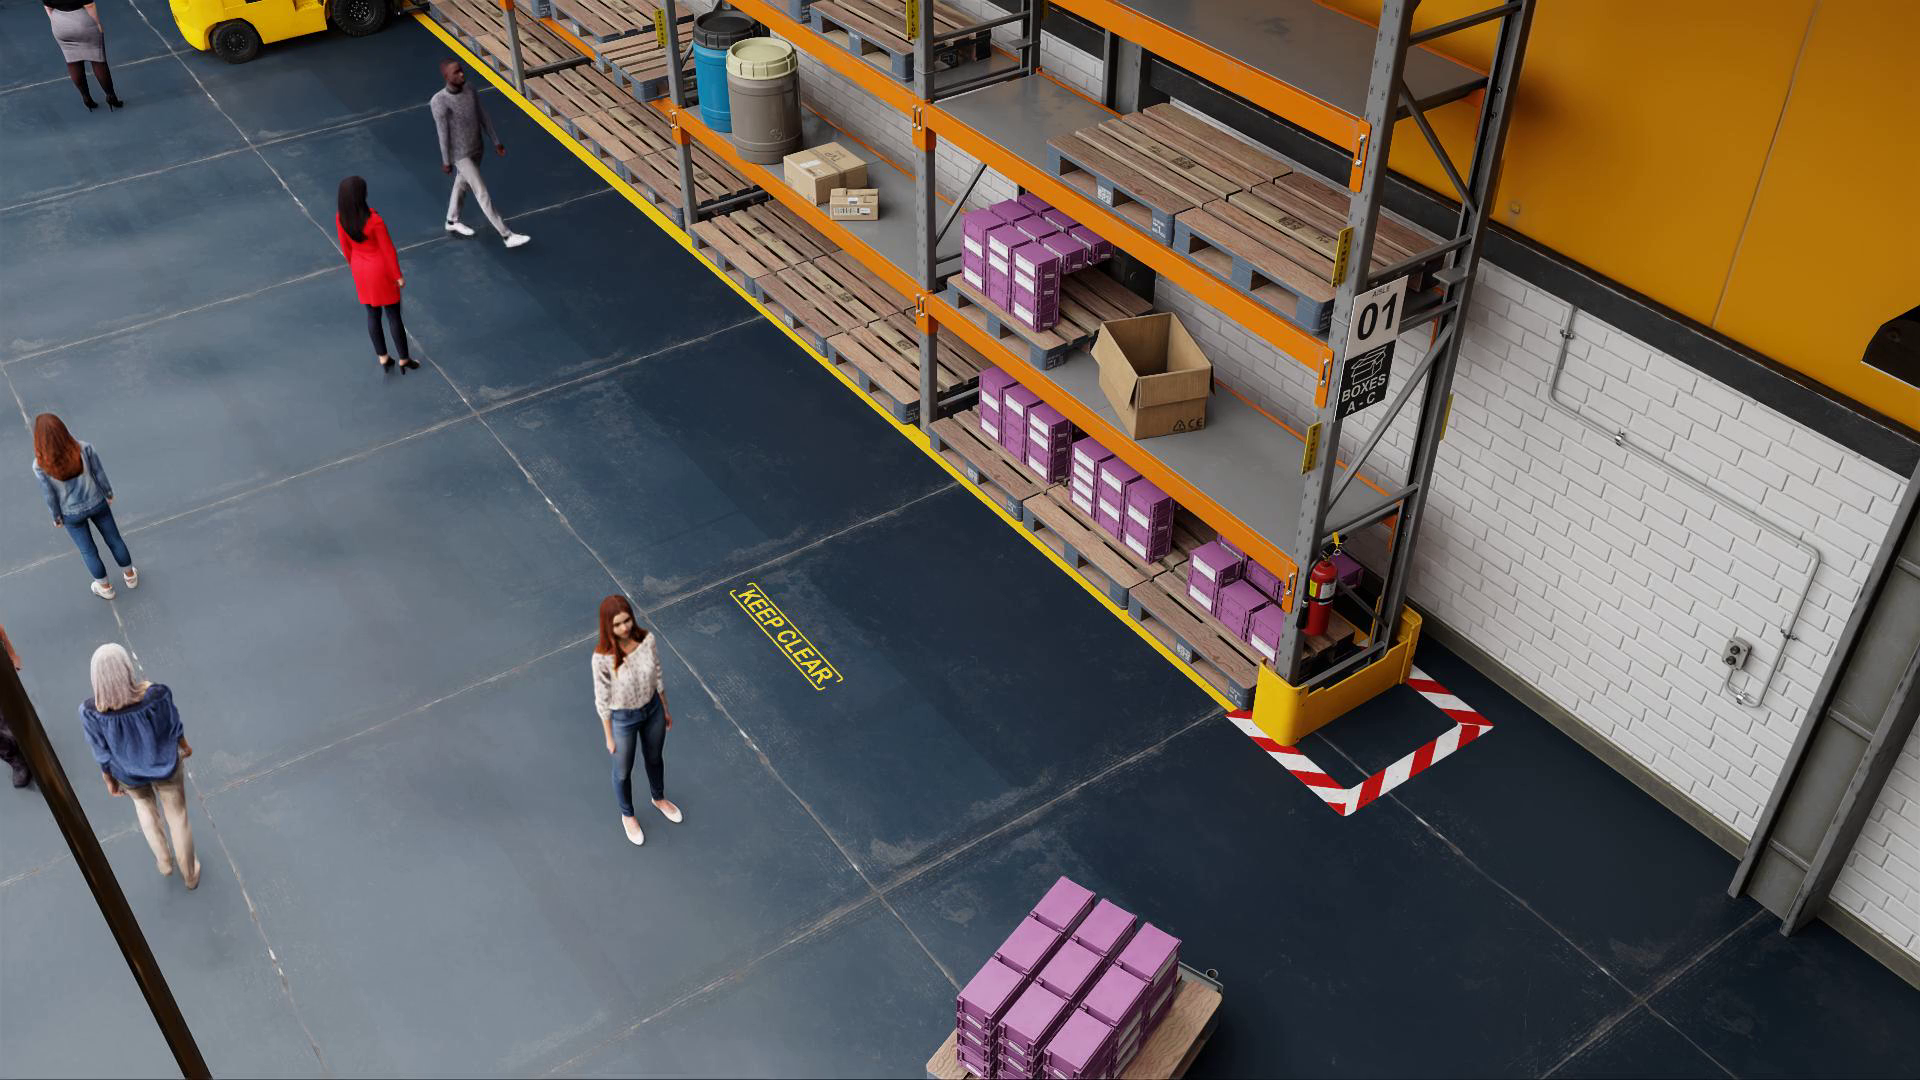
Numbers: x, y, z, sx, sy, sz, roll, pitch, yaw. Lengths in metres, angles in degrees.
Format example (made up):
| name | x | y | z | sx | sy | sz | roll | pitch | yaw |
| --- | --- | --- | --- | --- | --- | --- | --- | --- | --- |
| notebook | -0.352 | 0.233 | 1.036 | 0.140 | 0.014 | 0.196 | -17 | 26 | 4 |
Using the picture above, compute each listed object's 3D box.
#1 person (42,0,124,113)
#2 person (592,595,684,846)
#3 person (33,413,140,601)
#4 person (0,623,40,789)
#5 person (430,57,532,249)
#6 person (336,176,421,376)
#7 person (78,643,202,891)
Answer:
| name | x | y | z | sx | sy | sz | roll | pitch | yaw |
| --- | --- | --- | --- | --- | --- | --- | --- | --- | --- |
| person | -9.299 | -5.381 | 17.504 | 0.782 | 1.756 | 0.811 | 0 | 39 | 0 |
| person | -1.874 | 1.002 | 9.534 | 0.580 | 1.728 | 0.508 | -26 | 45 | -29 |
| person | -5.949 | -0.231 | 11.279 | 0.577 | 1.477 | 0.518 | -28 | 46 | -31 |
| person | -5.856 | 0.712 | 9.813 | 0.722 | 1.833 | 0.722 | -15 | 41 | -18 |
| person | -4.571 | -3.530 | 15.167 | 1.302 | 1.780 | 1.137 | 12 | 40 | 15 |
| person | -4.729 | -2.134 | 13.446 | 0.732 | 1.748 | 0.800 | 9 | 40 | 11 |
| person | -4.466 | 1.320 | 9.171 | 0.690 | 1.684 | 0.689 | -14 | 41 | -17 |
